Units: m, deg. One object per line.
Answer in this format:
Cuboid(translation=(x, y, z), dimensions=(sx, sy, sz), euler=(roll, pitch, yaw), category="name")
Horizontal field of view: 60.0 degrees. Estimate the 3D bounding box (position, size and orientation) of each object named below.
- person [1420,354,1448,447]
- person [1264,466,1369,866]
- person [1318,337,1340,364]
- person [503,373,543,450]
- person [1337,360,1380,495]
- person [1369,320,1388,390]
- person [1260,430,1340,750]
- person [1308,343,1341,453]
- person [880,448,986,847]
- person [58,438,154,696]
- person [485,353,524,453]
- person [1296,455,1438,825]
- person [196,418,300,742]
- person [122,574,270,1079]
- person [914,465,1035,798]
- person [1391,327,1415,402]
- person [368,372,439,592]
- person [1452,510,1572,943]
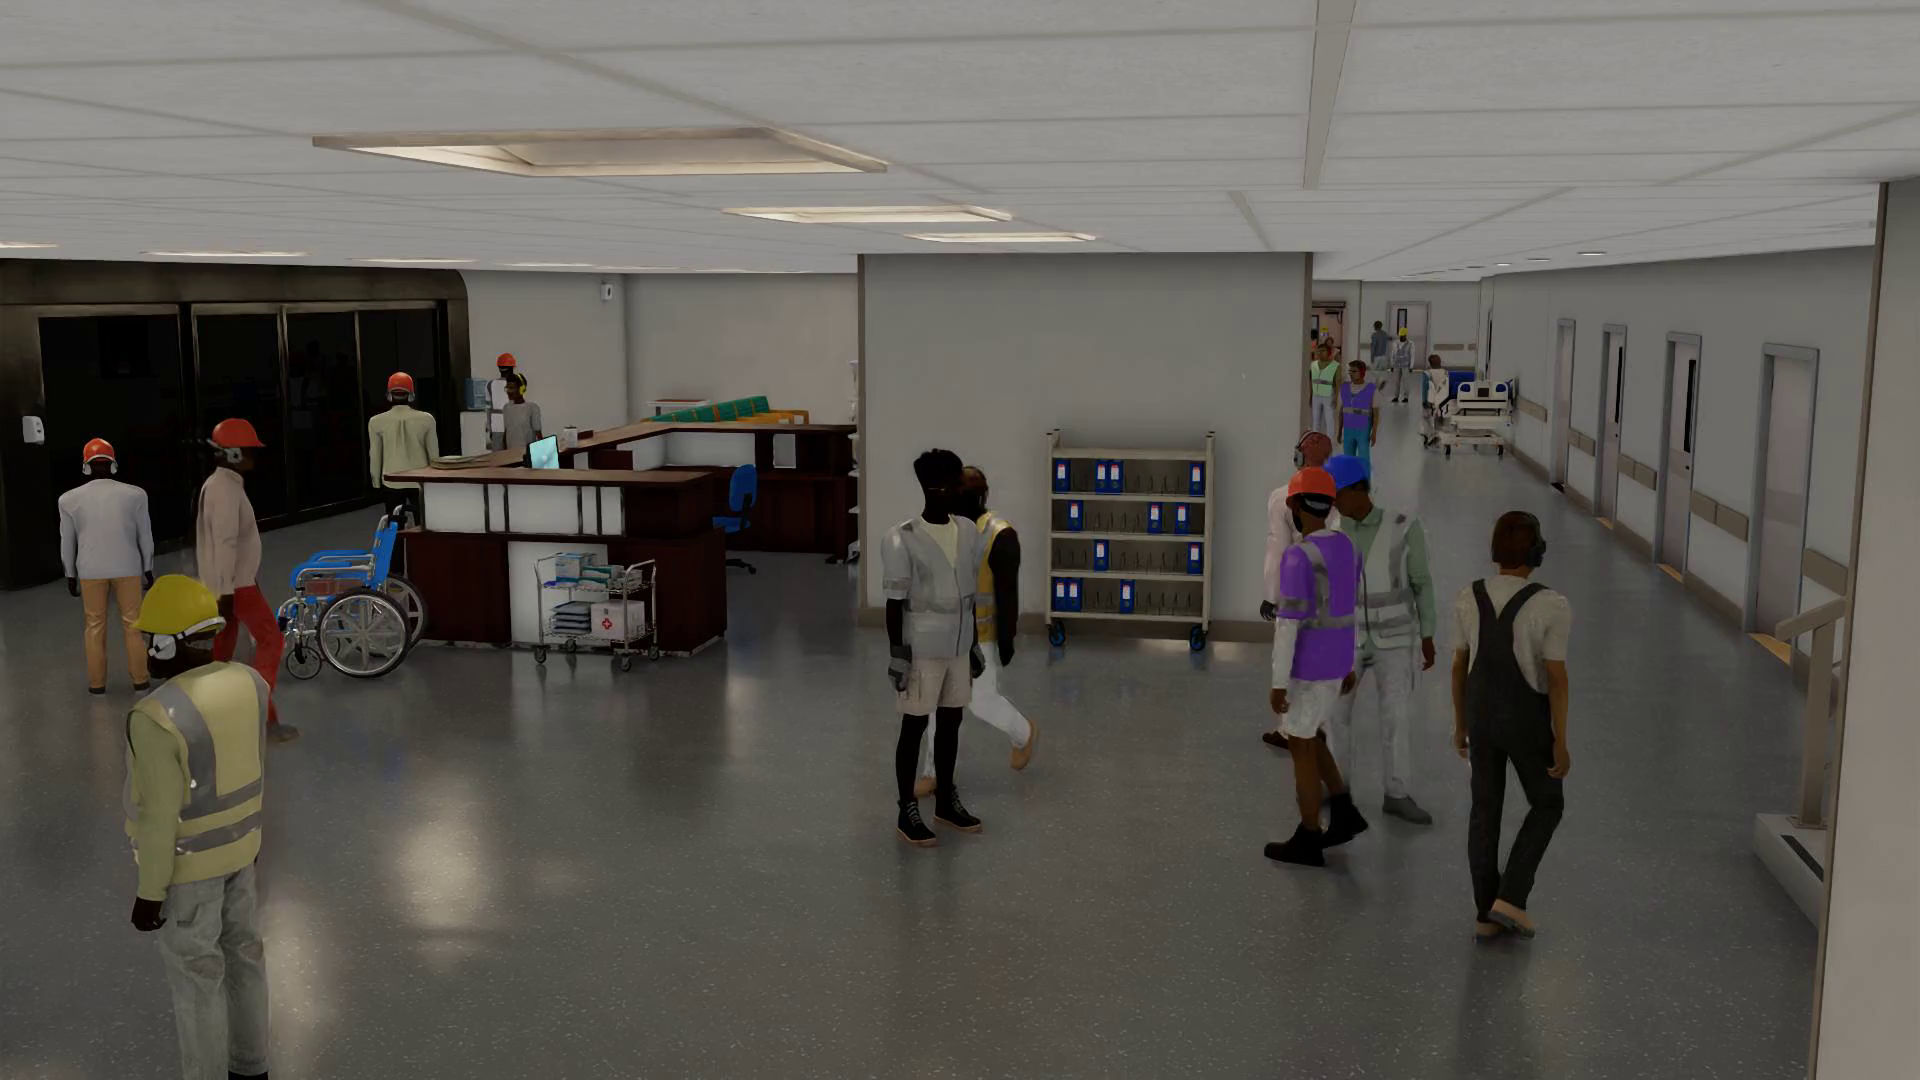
Cuboid(translation=(8.223, -2.409, 28.861), dimensions=(0.519, 1.625, 0.359), euler=(-2, 9, -15), category="person")
Cuboid(translation=(1.678, 0.605, 7.949), dimensions=(0.444, 1.903, 0.632), euler=(8, 12, 43), category="person")
Cuboid(translation=(8.745, -4.015, 39.489), dimensions=(0.530, 1.625, 0.405), euler=(1, 9, 8), category="person")
Cuboid(translation=(-4.635, -0.830, 17.574), dimensions=(0.532, 1.864, 0.312), euler=(4, 9, 25), category="person")
Cuboid(translation=(5.105, -1.386, 21.330), dimensions=(0.374, 1.841, 0.573), euler=(-8, 12, -43), category="person")
Cuboid(translation=(11.207, -4.915, 44.481), dimensions=(0.641, 1.923, 0.579), euler=(-7, 11, -38), category="person")
Cuboid(translation=(2.082, 0.299, 9.941), dimensions=(0.650, 1.907, 0.409), euler=(-3, 9, -20), category="person")
Cuboid(translation=(6.121, -2.384, 27.948), dimensions=(0.564, 1.846, 0.390), euler=(8, 12, 42), category="person")
Cuboid(translation=(-0.116, 0.520, 8.273), dimensions=(0.615, 1.964, 0.361), euler=(-8, 12, -43), category="person")
Cuboid(translation=(-5.753, 0.183, 11.246), dimensions=(0.564, 1.743, 0.352), euler=(-4, 9, -25), category="person")
Cuboid(translation=(-5.819, -1.435, 21.399), dimensions=(0.546, 1.929, 0.392), euler=(2, 9, 13), category="person")
Cuboid(translation=(2.141, 0.514, 8.561), dimensions=(0.716, 1.900, 0.402), euler=(4, 9, 24), category="person")
Cuboid(translation=(-4.308, 0.249, 10.037), dimensions=(0.679, 1.969, 0.617), euler=(-6, 10, -34), category="person")
Cuboid(translation=(-2.488, 1.018, 5.416), dimensions=(0.404, 1.833, 0.590), euler=(1, 9, 9), category="person")
Cuboid(translation=(0.081, 0.481, 9.056), dimensions=(0.622, 1.816, 0.746), euler=(8, 12, 42), category="person")
Cuboid(translation=(10.739, -4.246, 40.395), dimensions=(0.590, 1.824, 0.403), euler=(7, 11, 40), category="person")
Cuboid(translation=(-5.025, -0.521, 15.084), dimensions=(0.610, 1.996, 0.378), euler=(-3, 9, -20), category="person")
Cuboid(translation=(2.301, 0.786, 6.930), dimensions=(0.537, 1.835, 0.400), euler=(8, 12, 43), category="person")
